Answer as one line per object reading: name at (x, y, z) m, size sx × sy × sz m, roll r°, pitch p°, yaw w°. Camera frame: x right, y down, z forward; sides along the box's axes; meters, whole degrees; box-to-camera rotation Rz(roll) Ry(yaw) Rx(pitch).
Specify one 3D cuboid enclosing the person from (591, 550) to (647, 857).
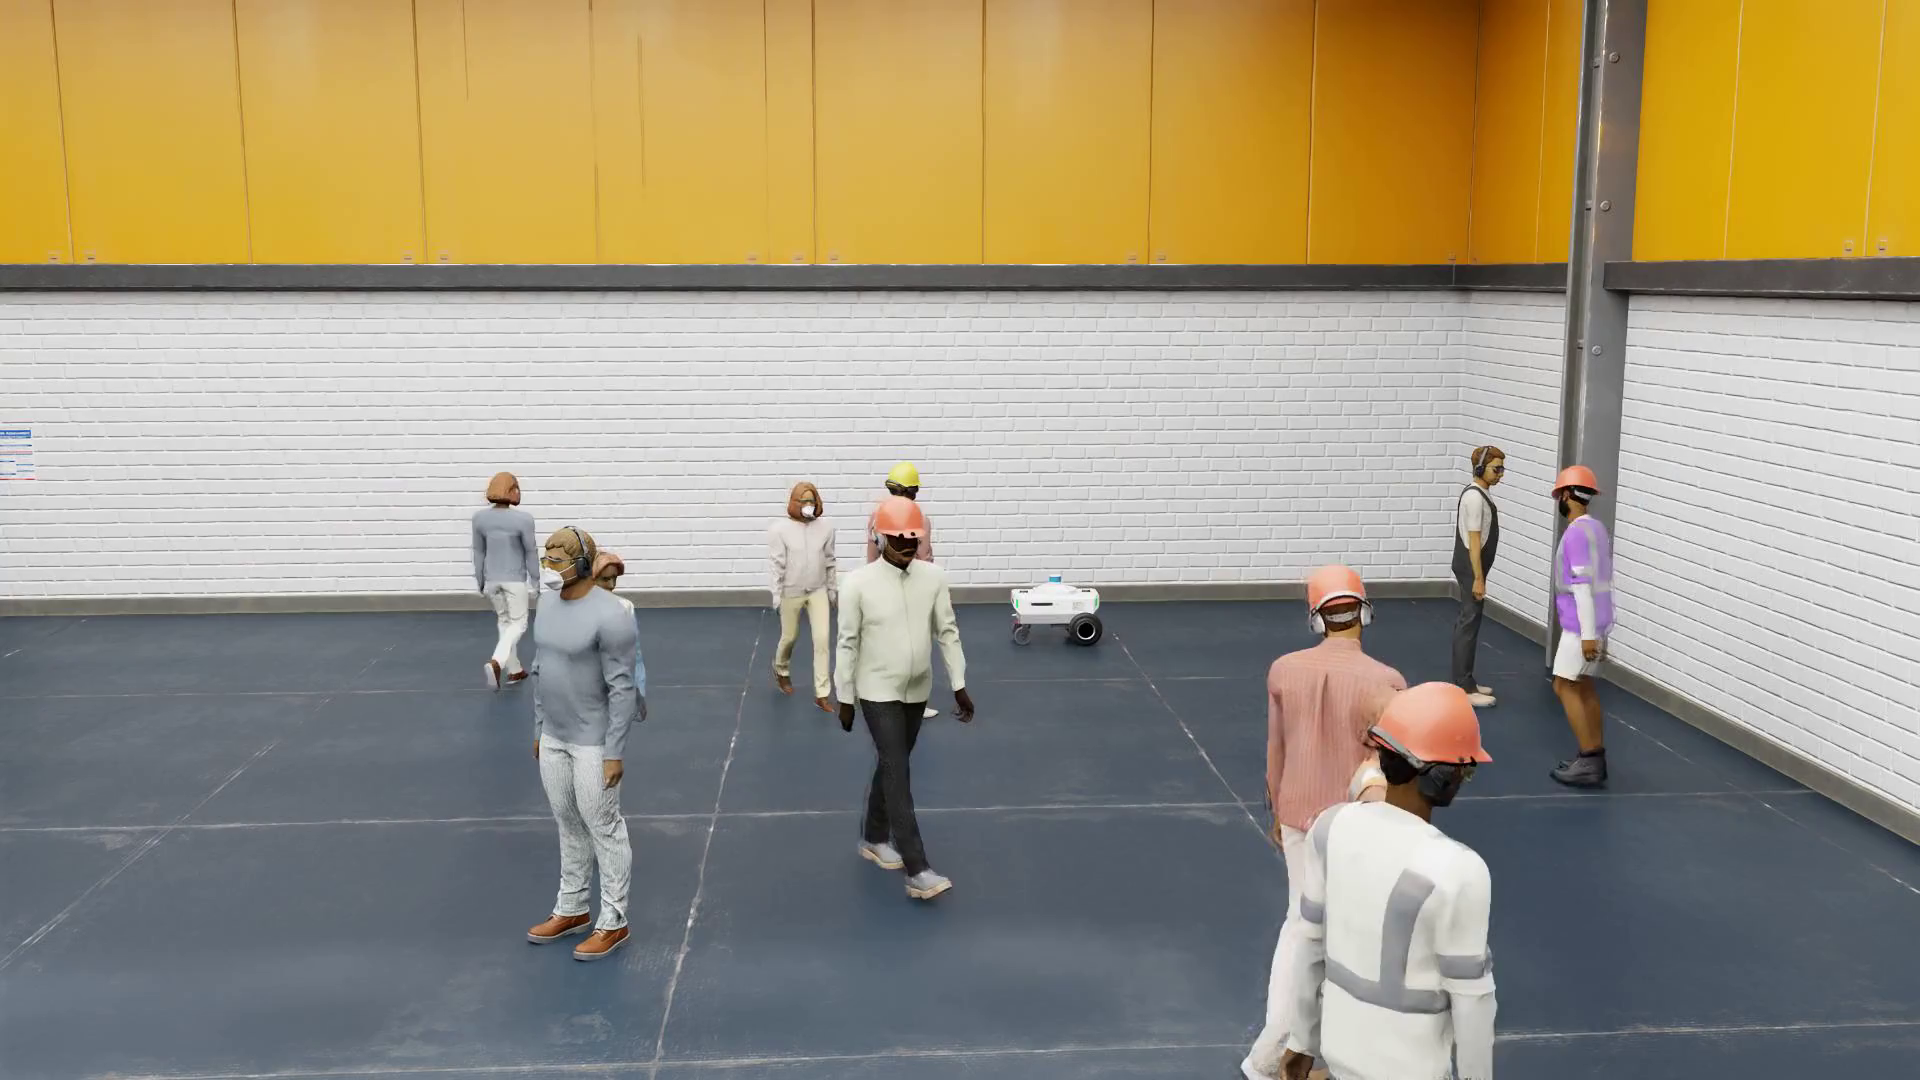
person at (-1.851, 0.857, 8.670) m, size 0.822 × 1.597 × 0.528 m, roll 8°, pitch 12°, yaw 41°

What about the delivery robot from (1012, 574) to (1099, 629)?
delivery robot at (0.783, 0.527, 13.764) m, size 0.707 × 0.478 × 0.477 m, roll 0°, pitch 9°, yaw -3°

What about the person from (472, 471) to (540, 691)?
person at (-3.339, 0.303, 12.160) m, size 0.504 × 1.609 × 0.664 m, roll 2°, pitch 9°, yaw 14°

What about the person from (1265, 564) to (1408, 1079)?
person at (1.439, 1.072, 6.398) m, size 0.675 × 1.924 × 1.036 m, roll 7°, pitch 11°, yaw 38°

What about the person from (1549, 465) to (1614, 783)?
person at (3.739, 0.500, 10.045) m, size 0.505 × 1.889 × 0.575 m, roll 6°, pitch 11°, yaw 35°

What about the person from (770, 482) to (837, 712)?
person at (-1.121, 0.369, 11.787) m, size 0.515 × 1.600 × 0.776 m, roll -4°, pitch 10°, yaw -21°

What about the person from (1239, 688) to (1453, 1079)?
person at (1.444, 1.306, 5.931) m, size 0.889 × 1.587 × 0.529 m, roll 5°, pitch 10°, yaw 29°

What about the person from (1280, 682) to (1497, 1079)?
person at (1.067, 1.360, 4.392) m, size 1.019 × 1.998 × 0.611 m, roll -4°, pitch 10°, yaw -22°

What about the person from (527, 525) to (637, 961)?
person at (-1.696, 0.893, 7.426) m, size 0.627 × 1.941 × 0.371 m, roll 7°, pitch 12°, yaw 39°

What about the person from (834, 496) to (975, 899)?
person at (-0.241, 0.758, 8.214) m, size 0.626 × 1.944 × 0.985 m, roll -7°, pitch 11°, yaw -37°

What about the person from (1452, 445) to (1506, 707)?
person at (3.666, 0.246, 11.799) m, size 0.346 × 1.841 × 0.506 m, roll 3°, pitch 9°, yaw 16°

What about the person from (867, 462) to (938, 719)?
person at (-0.395, 0.349, 11.388) m, size 0.526 × 1.768 × 0.331 m, roll 6°, pitch 11°, yaw 34°
